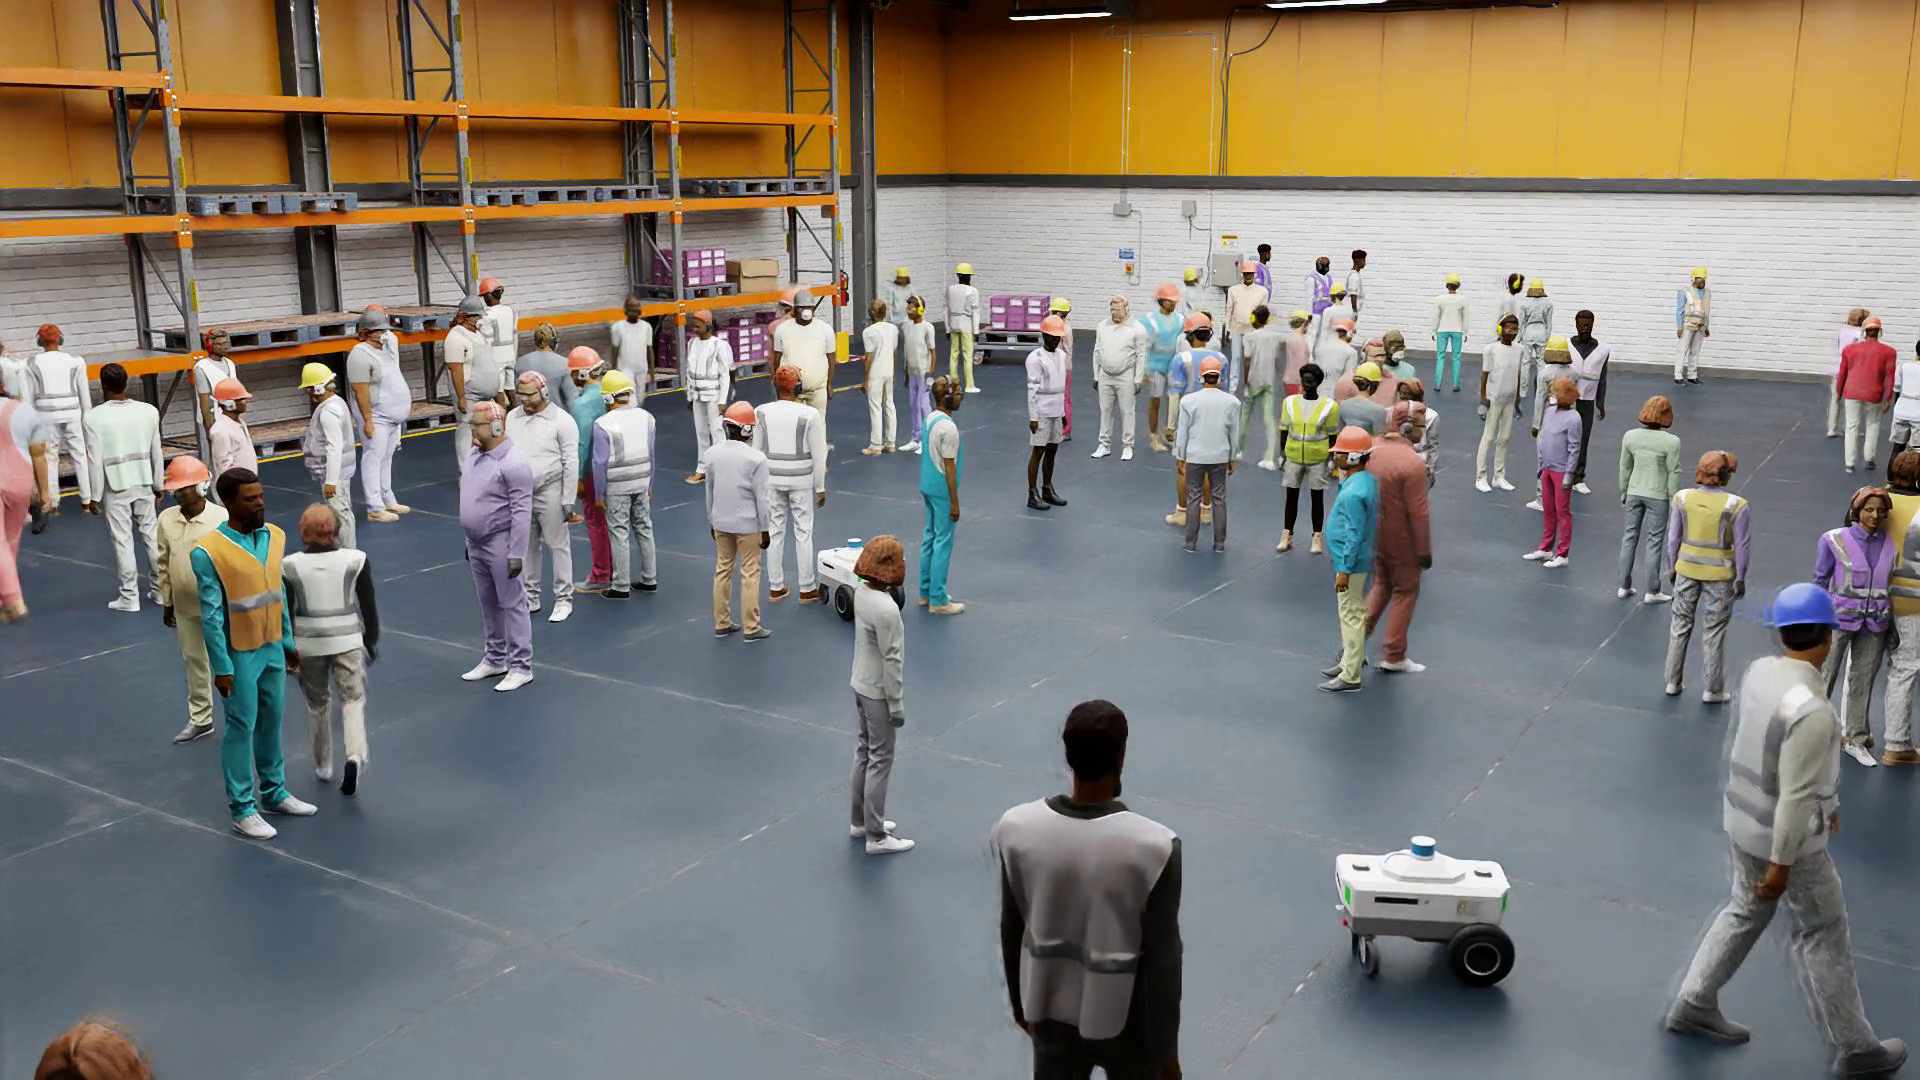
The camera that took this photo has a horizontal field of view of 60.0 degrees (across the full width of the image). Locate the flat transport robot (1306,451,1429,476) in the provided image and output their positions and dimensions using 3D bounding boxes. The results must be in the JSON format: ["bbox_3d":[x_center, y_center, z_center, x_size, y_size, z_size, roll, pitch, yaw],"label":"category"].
[{"bbox_3d":[4.495,-0.909,18.625,1.431,0.197,0.652,-5,14,-21],"label":"flat transport robot"}]

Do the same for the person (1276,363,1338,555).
[{"bbox_3d":[3.058,-0.716,14.661,0.530,1.697,0.321,6,14,24],"label":"person"}]

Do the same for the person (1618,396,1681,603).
[{"bbox_3d":[5.426,-0.323,13.098,0.280,1.634,0.498,-10,16,-36],"label":"person"}]

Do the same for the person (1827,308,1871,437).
[{"bbox_3d":[11.143,-2.081,20.757,0.576,1.615,0.509,-4,14,-19],"label":"person"}]

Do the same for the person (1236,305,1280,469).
[{"bbox_3d":[3.363,-1.755,18.902,0.503,1.810,0.971,-4,14,-18],"label":"person"}]

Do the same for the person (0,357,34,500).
[{"bbox_3d":[-9.160,-1.086,15.858,0.355,1.885,0.574,10,16,36],"label":"person"}]

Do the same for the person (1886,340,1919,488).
[{"bbox_3d":[9.768,-1.247,16.995,0.319,1.687,0.539,-6,14,-24],"label":"person"}]

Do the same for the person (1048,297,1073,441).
[{"bbox_3d":[1.221,-2.100,20.510,0.302,1.772,0.525,-5,14,-20],"label":"person"}]

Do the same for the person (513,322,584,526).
[{"bbox_3d":[-3.877,-1.084,15.730,0.635,1.938,0.359,3,13,15],"label":"person"}]

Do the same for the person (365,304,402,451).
[{"bbox_3d":[-6.909,-1.929,19.802,0.563,1.751,0.329,8,15,31],"label":"person"}]

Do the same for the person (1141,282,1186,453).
[{"bbox_3d":[2.430,-2.006,19.541,0.626,2.020,0.633,-5,14,-21],"label":"person"}]

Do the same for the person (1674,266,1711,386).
[{"bbox_3d":[11.230,-3.271,25.445,0.588,1.835,0.403,-4,14,-17],"label":"person"}]

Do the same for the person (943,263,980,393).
[{"bbox_3d":[0.034,-3.141,24.684,0.589,1.924,0.383,8,15,30],"label":"person"}]

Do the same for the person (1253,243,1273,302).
[{"bbox_3d":[5.341,-4.259,29.443,0.367,1.966,0.607,5,14,19],"label":"person"}]

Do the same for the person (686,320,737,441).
[{"bbox_3d":[-2.874,-1.742,19.229,0.548,1.644,0.888,-4,13,-15],"label":"person"}]

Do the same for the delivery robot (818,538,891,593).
[{"bbox_3d":[-0.813,0.232,12.851,0.477,0.478,0.707,-8,15,-31],"label":"delivery robot"}]

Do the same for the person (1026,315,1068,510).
[{"bbox_3d":[0.894,-1.270,16.548,0.368,1.933,0.552,11,17,39],"label":"person"}]

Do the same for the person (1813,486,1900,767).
[{"bbox_3d":[5.130,0.493,9.545,0.514,1.641,0.307,1,13,4],"label":"person"}]

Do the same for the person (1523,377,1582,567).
[{"bbox_3d":[5.106,-0.585,14.238,0.289,1.632,0.497,-3,13,-12],"label":"person"}]

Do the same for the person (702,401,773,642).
[{"bbox_3d":[-1.589,-0.139,12.060,0.567,1.743,0.351,7,15,29],"label":"person"}]

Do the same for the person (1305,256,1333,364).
[{"bbox_3d":[6.021,-3.823,27.853,0.628,1.835,0.430,-12,18,-42],"label":"person"}]

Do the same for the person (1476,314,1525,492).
[{"bbox_3d":[5.673,-1.436,17.419,0.535,1.864,0.309,-5,14,-19],"label":"person"}]

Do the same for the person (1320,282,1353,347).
[{"bbox_3d":[5.207,-2.685,23.076,0.518,1.756,0.344,-7,15,-29],"label":"person"}]

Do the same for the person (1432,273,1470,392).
[{"bbox_3d":[7.326,-3.102,24.865,0.534,1.767,0.317,4,13,15],"label":"person"}]

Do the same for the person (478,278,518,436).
[{"bbox_3d":[-5.602,-2.151,20.149,0.403,2.036,0.608,6,14,25],"label":"person"}]

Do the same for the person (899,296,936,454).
[{"bbox_3d":[-0.490,-1.950,19.652,0.309,1.864,0.535,-10,16,-38],"label":"person"}]

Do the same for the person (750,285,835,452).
[{"bbox_3d":[-2.001,-1.981,19.494,0.992,2.008,0.599,-4,14,-17],"label":"person"}]

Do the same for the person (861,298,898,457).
[{"bbox_3d":[-0.949,-1.899,19.473,0.345,1.846,0.508,12,18,43],"label":"person"}]

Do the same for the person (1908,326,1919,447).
[{"bbox_3d":[11.740,-2.022,20.003,0.506,1.847,0.344,0,13,2],"label":"person"}]

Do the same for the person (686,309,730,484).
[{"bbox_3d":[-2.702,-1.513,17.713,0.584,1.884,0.349,10,16,37],"label":"person"}]

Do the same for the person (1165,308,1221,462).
[{"bbox_3d":[2.573,-1.660,18.448,0.605,1.835,0.502,4,13,16],"label":"person"}]

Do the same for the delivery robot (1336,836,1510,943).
[{"bbox_3d":[1.997,1.529,7.224,0.707,0.478,0.477,2,13,7],"label":"delivery robot"}]

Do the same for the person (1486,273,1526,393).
[{"bbox_3d":[7.822,-2.896,23.797,0.420,1.846,0.567,3,13,15],"label":"person"}]

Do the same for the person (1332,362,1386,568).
[{"bbox_3d":[3.427,-0.639,14.202,0.342,1.761,0.528,-8,15,-32],"label":"person"}]

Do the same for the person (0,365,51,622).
[{"bbox_3d":[-7.357,-0.427,12.659,1.034,2.000,0.729,12,17,42],"label":"person"}]

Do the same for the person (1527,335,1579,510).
[{"bbox_3d":[5.894,-1.163,16.525,0.480,1.733,0.347,-5,14,-22],"label":"person"}]

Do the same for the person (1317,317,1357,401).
[{"bbox_3d":[4.208,-1.663,18.816,0.944,1.688,0.606,-6,14,-25],"label":"person"}]

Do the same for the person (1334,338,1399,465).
[{"bbox_3d":[3.614,-0.835,14.727,0.650,1.904,0.401,-5,14,-20],"label":"person"}]

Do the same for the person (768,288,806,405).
[{"bbox_3d":[-1.906,-1.874,19.037,0.612,1.993,0.376,6,14,25],"label":"person"}]
